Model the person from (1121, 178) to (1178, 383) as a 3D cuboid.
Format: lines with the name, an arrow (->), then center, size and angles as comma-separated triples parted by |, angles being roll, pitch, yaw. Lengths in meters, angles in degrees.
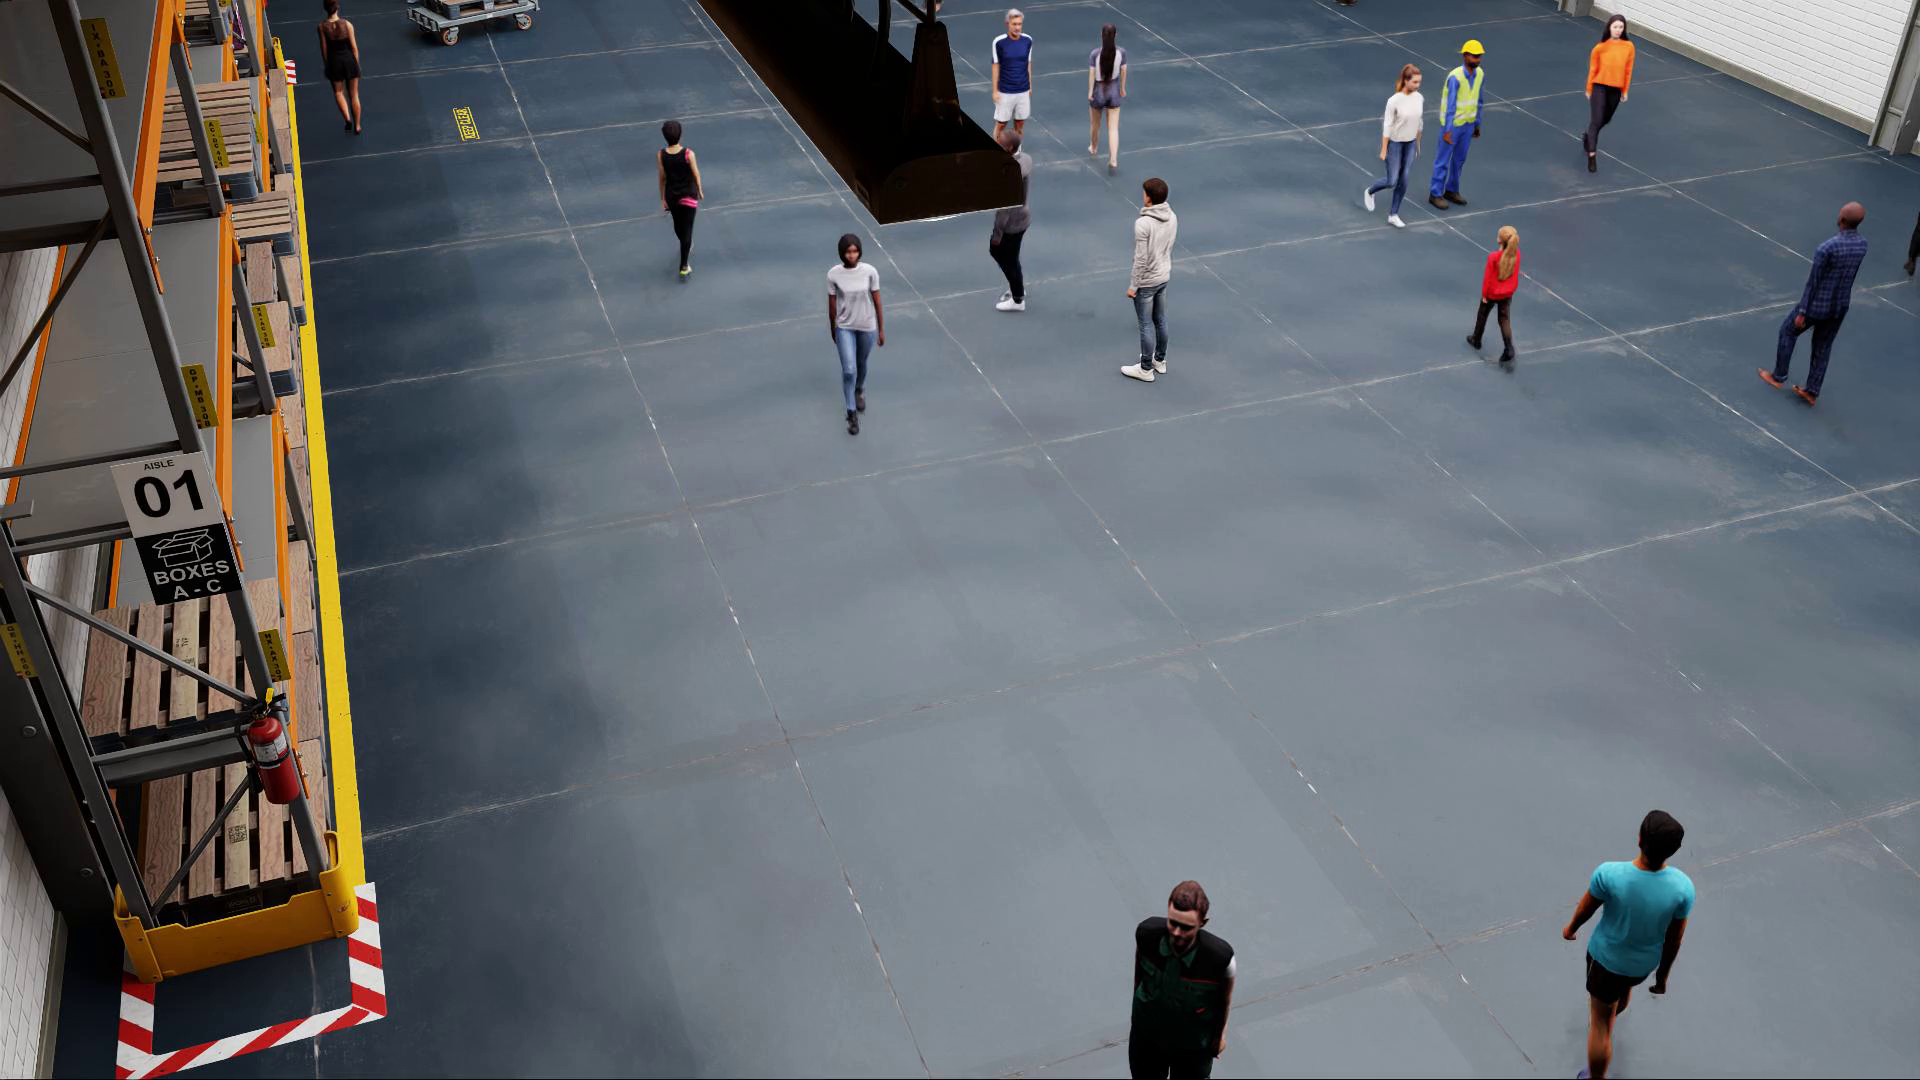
person -> 1.689, -2.294, 14.650 | 0.748, 1.852, 0.759 | 25, 41, 33

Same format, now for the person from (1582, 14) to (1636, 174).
person -> 7.401, -5.164, 19.087 | 0.901, 1.720, 1.173 | 1, 34, 2

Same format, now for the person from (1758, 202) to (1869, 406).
person -> 7.453, -1.982, 14.232 | 0.733, 1.796, 0.870 | -8, 34, -12

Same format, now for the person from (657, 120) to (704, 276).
person -> -2.799, -3.392, 16.605 | 0.877, 1.515, 1.099 | 5, 34, 7

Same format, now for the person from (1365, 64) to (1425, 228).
person -> 4.617, -4.194, 17.636 | 0.631, 1.711, 0.826 | -13, 36, -19

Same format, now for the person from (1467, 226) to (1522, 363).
person -> 4.913, -2.221, 15.071 | 0.596, 1.264, 0.912 | -5, 34, -8

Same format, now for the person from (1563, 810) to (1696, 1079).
person -> 3.253, 2.113, 8.116 | 0.927, 1.745, 1.125 | 4, 34, 6

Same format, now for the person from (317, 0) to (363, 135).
person -> -7.370, -5.631, 19.838 | 0.582, 1.667, 0.635 | -12, 36, -18

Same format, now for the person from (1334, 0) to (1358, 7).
person -> 5.758, -8.828, 24.557 | 0.516, 1.767, 0.749 | 22, 39, 29

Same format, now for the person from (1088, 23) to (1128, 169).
person -> 1.695, -5.022, 18.973 | 0.763, 1.609, 1.096 | -4, 34, -6

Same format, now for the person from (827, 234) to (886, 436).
person -> -0.886, -1.808, 14.067 | 0.705, 1.688, 1.088 | -7, 34, -10

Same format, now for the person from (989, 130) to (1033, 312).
person -> 0.583, -2.988, 15.737 | 0.882, 1.804, 0.755 | 4, 34, 6

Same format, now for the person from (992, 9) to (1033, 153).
person -> 0.592, -5.148, 18.959 | 0.624, 1.835, 0.519 | -12, 35, -17

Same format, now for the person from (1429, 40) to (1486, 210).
person -> 5.389, -4.517, 18.029 | 0.693, 1.813, 0.613 | -16, 37, -23

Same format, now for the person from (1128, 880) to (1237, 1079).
person -> 1.009, 2.273, 7.789 | 0.709, 1.840, 0.773 | 15, 36, 21
